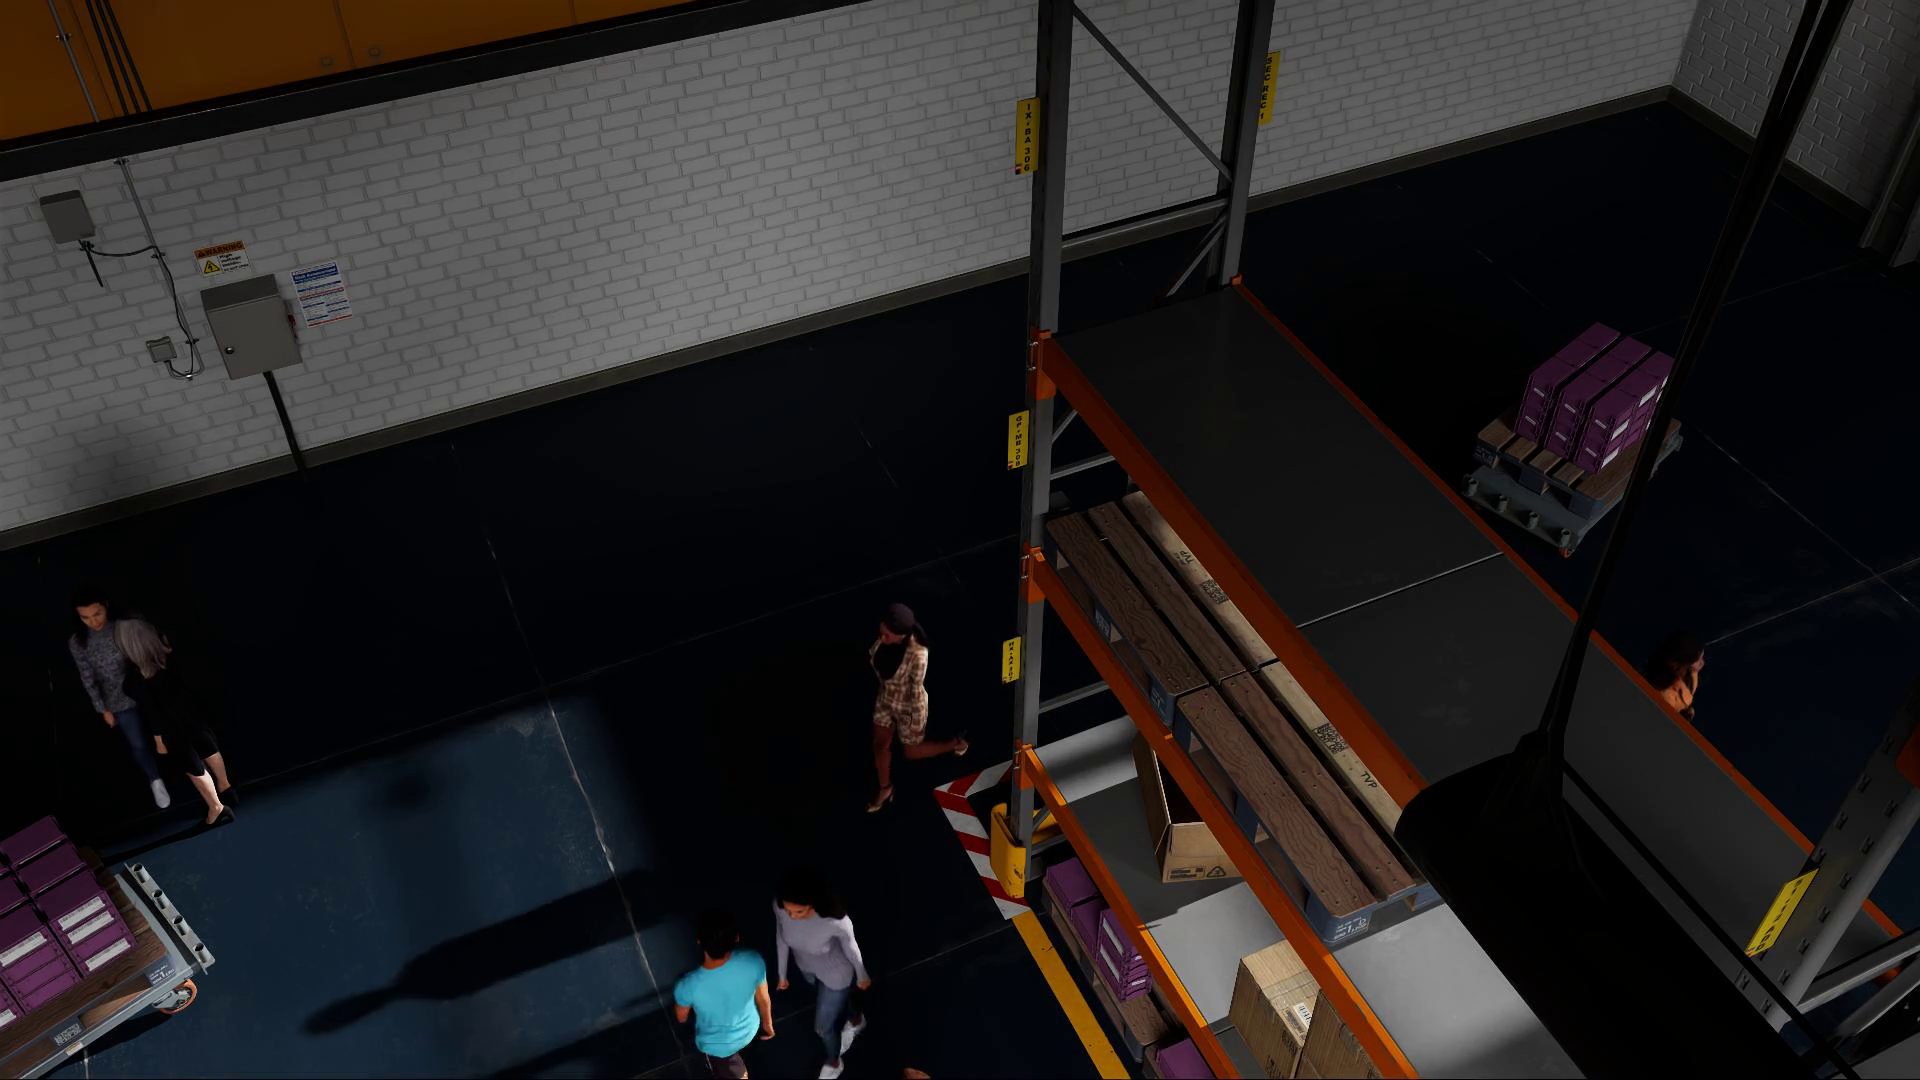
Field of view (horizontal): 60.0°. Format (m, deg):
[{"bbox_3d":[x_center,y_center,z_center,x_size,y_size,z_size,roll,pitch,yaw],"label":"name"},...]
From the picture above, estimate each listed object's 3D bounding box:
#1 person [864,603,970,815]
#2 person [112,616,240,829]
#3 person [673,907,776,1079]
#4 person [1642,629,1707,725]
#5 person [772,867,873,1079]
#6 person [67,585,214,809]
[{"bbox_3d":[-0.263,0.970,9.908,0.769,1.763,0.982,-25,49,-24],"label":"person"},{"bbox_3d":[-4.629,1.069,9.815,0.747,1.747,0.643,1,44,1],"label":"person"},{"bbox_3d":[-1.108,2.540,8.291,0.741,1.719,1.191,-25,49,-24],"label":"person"},{"bbox_3d":[3.966,1.118,9.792,0.903,1.709,0.867,26,49,24],"label":"person"},{"bbox_3d":[-0.655,2.153,8.704,0.872,1.710,0.910,21,48,21],"label":"person"},{"bbox_3d":[-4.949,0.883,10.022,0.635,1.731,0.580,-22,48,-22],"label":"person"}]
